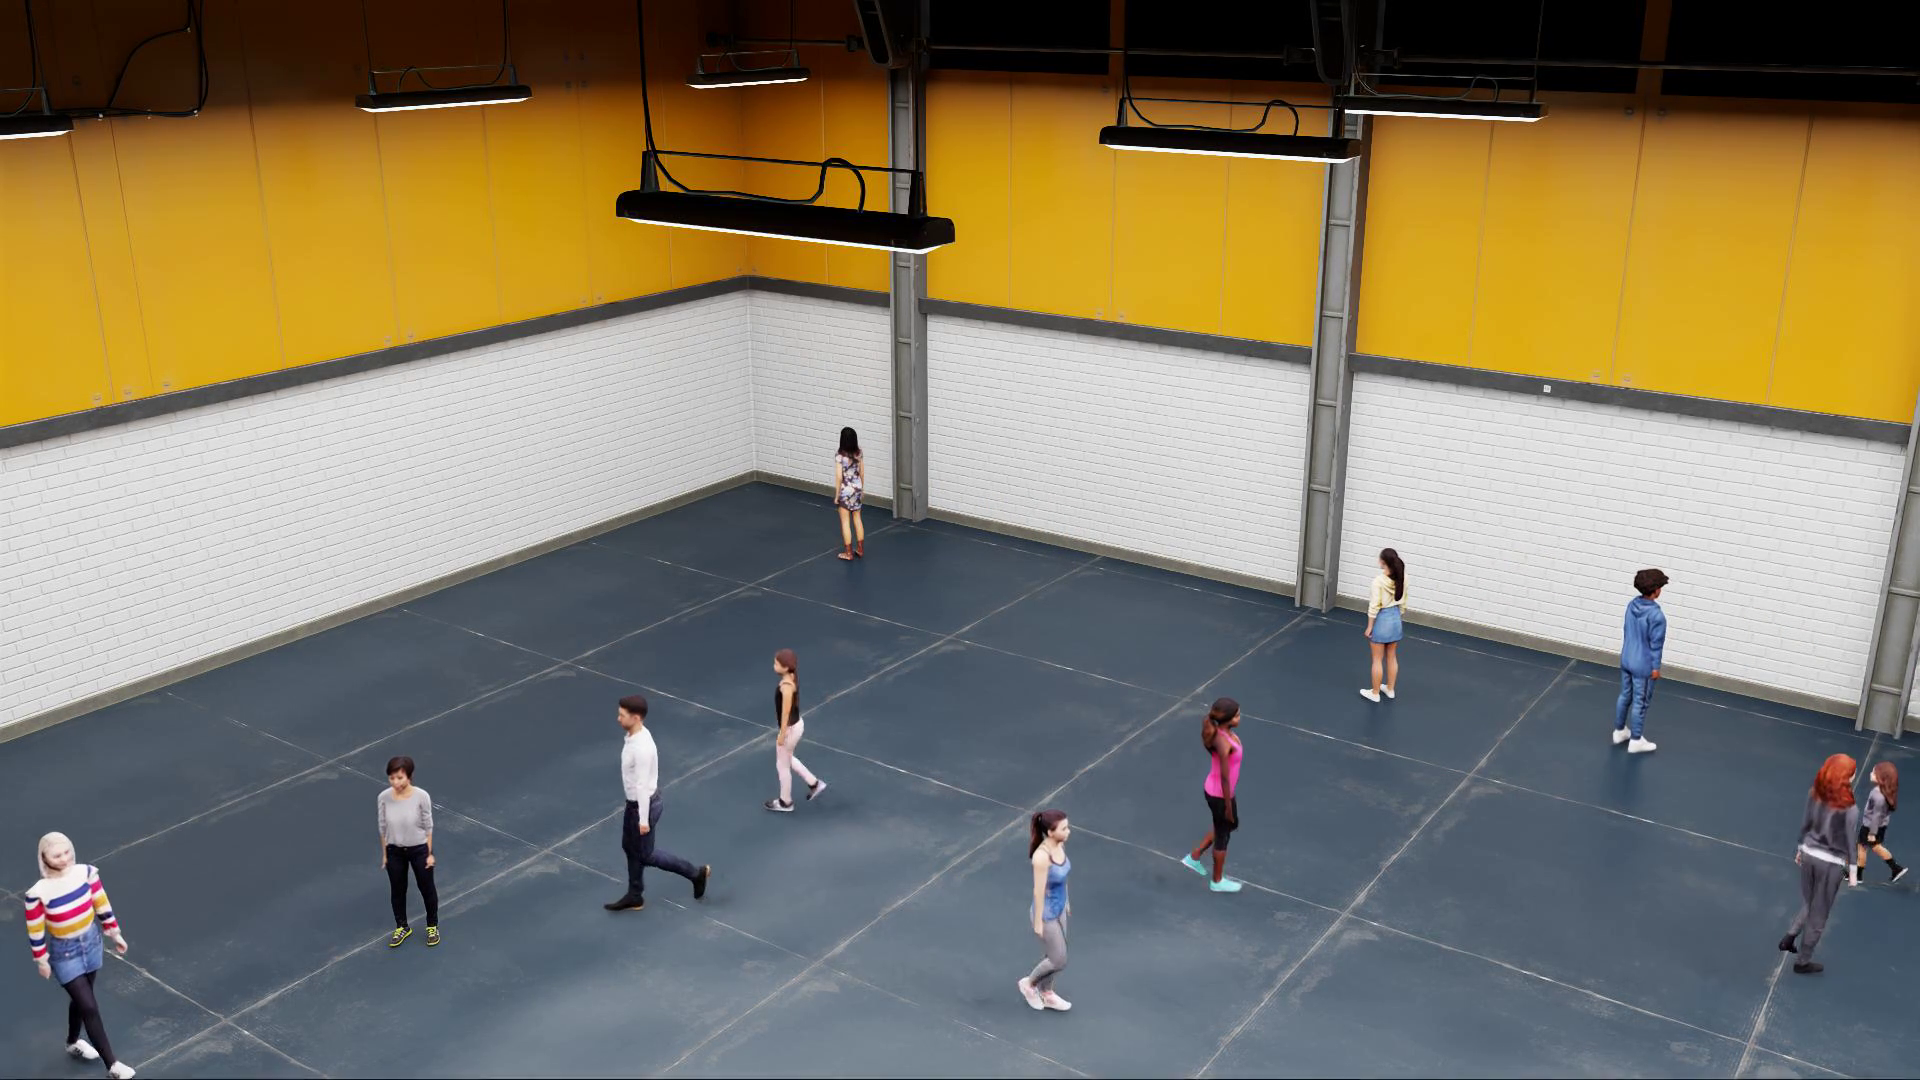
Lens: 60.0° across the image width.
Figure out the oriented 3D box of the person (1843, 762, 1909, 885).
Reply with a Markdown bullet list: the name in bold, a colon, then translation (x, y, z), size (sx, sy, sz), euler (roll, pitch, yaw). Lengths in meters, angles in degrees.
- **person**: translation (7.501, 2.314, 13.534), size (0.686, 1.093, 0.480), euler (13, 22, 33)

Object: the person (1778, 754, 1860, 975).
- **person**: translation (6.270, 2.403, 12.215), size (0.762, 1.766, 0.694), euler (-4, 19, -13)

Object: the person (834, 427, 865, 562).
- **person**: translation (-1.407, -0.594, 21.168), size (0.648, 1.732, 0.583), euler (-15, 24, -38)

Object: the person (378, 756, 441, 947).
- **person**: translation (-4.205, 2.353, 12.699), size (0.595, 1.553, 0.679), euler (-1, 19, -2)

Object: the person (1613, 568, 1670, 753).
- **person**: translation (6.506, 1.143, 15.901), size (0.830, 1.803, 0.758), euler (-4, 19, -12)

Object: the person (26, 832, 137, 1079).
- **person**: translation (-5.989, 2.754, 11.168), size (1.067, 1.770, 0.750), euler (9, 20, 24)

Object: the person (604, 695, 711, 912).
- **person**: translation (-2.397, 2.083, 13.049), size (1.115, 1.841, 1.088), euler (-4, 19, -13)

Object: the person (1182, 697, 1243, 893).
- **person**: translation (2.017, 2.041, 13.366), size (0.832, 1.718, 0.749), euler (2, 19, 6)

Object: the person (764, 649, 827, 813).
- **person**: translation (-1.450, 1.679, 14.692), size (0.859, 1.558, 0.726), euler (2, 19, 7)

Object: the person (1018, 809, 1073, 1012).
- **person**: translation (0.576, 2.634, 11.791), size (0.670, 1.599, 0.624), euler (9, 20, 24)

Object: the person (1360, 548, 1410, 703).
- **person**: translation (4.357, 0.857, 17.014), size (0.726, 1.633, 0.728), euler (-9, 21, -25)
